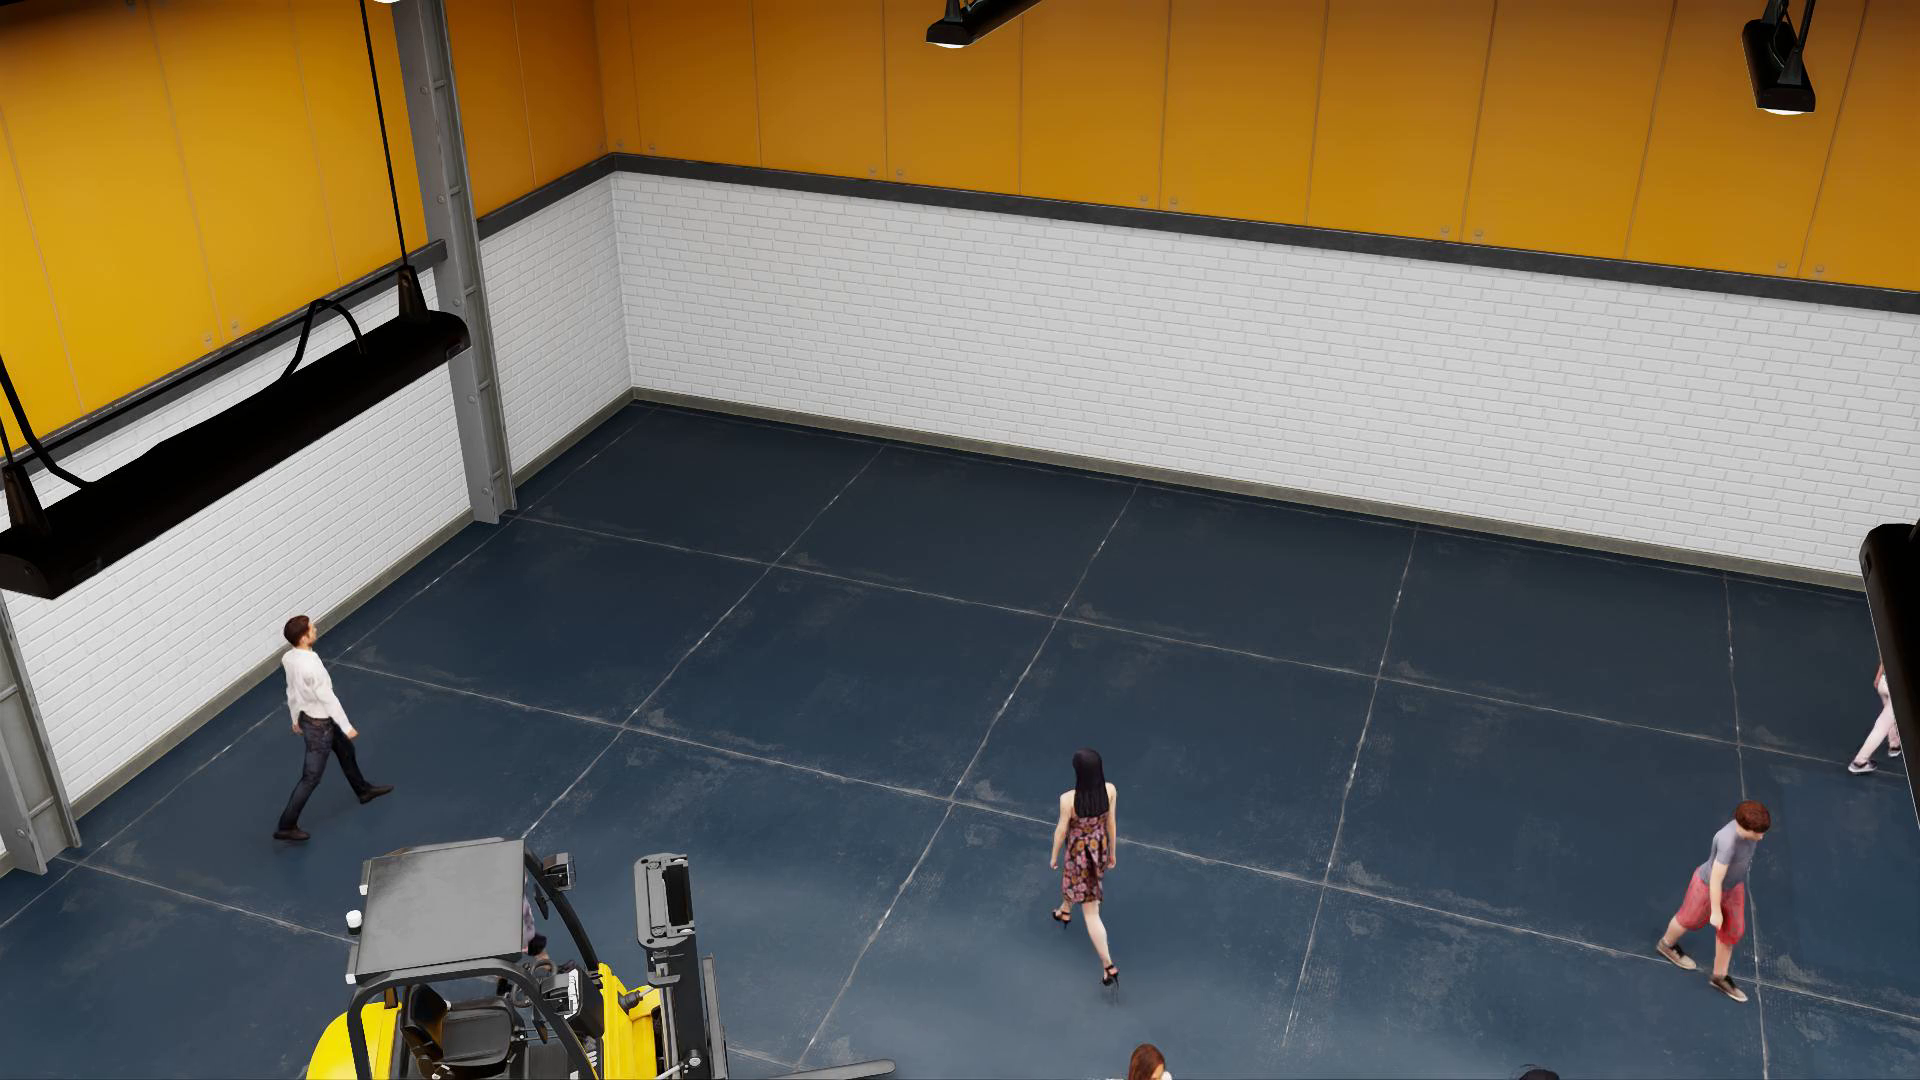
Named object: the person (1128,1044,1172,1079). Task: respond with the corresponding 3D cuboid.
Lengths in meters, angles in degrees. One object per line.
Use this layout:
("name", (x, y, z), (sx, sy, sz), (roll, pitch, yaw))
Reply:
("person", (0.931, 3.381, 9.267), (1.019, 1.653, 0.979), (-21, 35, -34))

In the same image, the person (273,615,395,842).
("person", (-4.945, 1.464, 12.595), (1.326, 1.832, 1.080), (-23, 36, -35))

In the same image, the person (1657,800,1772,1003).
("person", (5.080, 2.315, 11.277), (0.973, 1.601, 0.994), (-20, 35, -32))

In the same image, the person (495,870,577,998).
("person", (-3.024, 2.643, 11.221), (0.845, 1.078, 0.733), (-18, 33, -30))

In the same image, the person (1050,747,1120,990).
("person", (0.889, 2.239, 11.286), (1.150, 1.725, 1.189), (-13, 31, -23))

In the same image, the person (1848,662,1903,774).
("person", (7.464, 1.228, 13.346), (0.943, 1.527, 0.939), (-9, 30, -16))
